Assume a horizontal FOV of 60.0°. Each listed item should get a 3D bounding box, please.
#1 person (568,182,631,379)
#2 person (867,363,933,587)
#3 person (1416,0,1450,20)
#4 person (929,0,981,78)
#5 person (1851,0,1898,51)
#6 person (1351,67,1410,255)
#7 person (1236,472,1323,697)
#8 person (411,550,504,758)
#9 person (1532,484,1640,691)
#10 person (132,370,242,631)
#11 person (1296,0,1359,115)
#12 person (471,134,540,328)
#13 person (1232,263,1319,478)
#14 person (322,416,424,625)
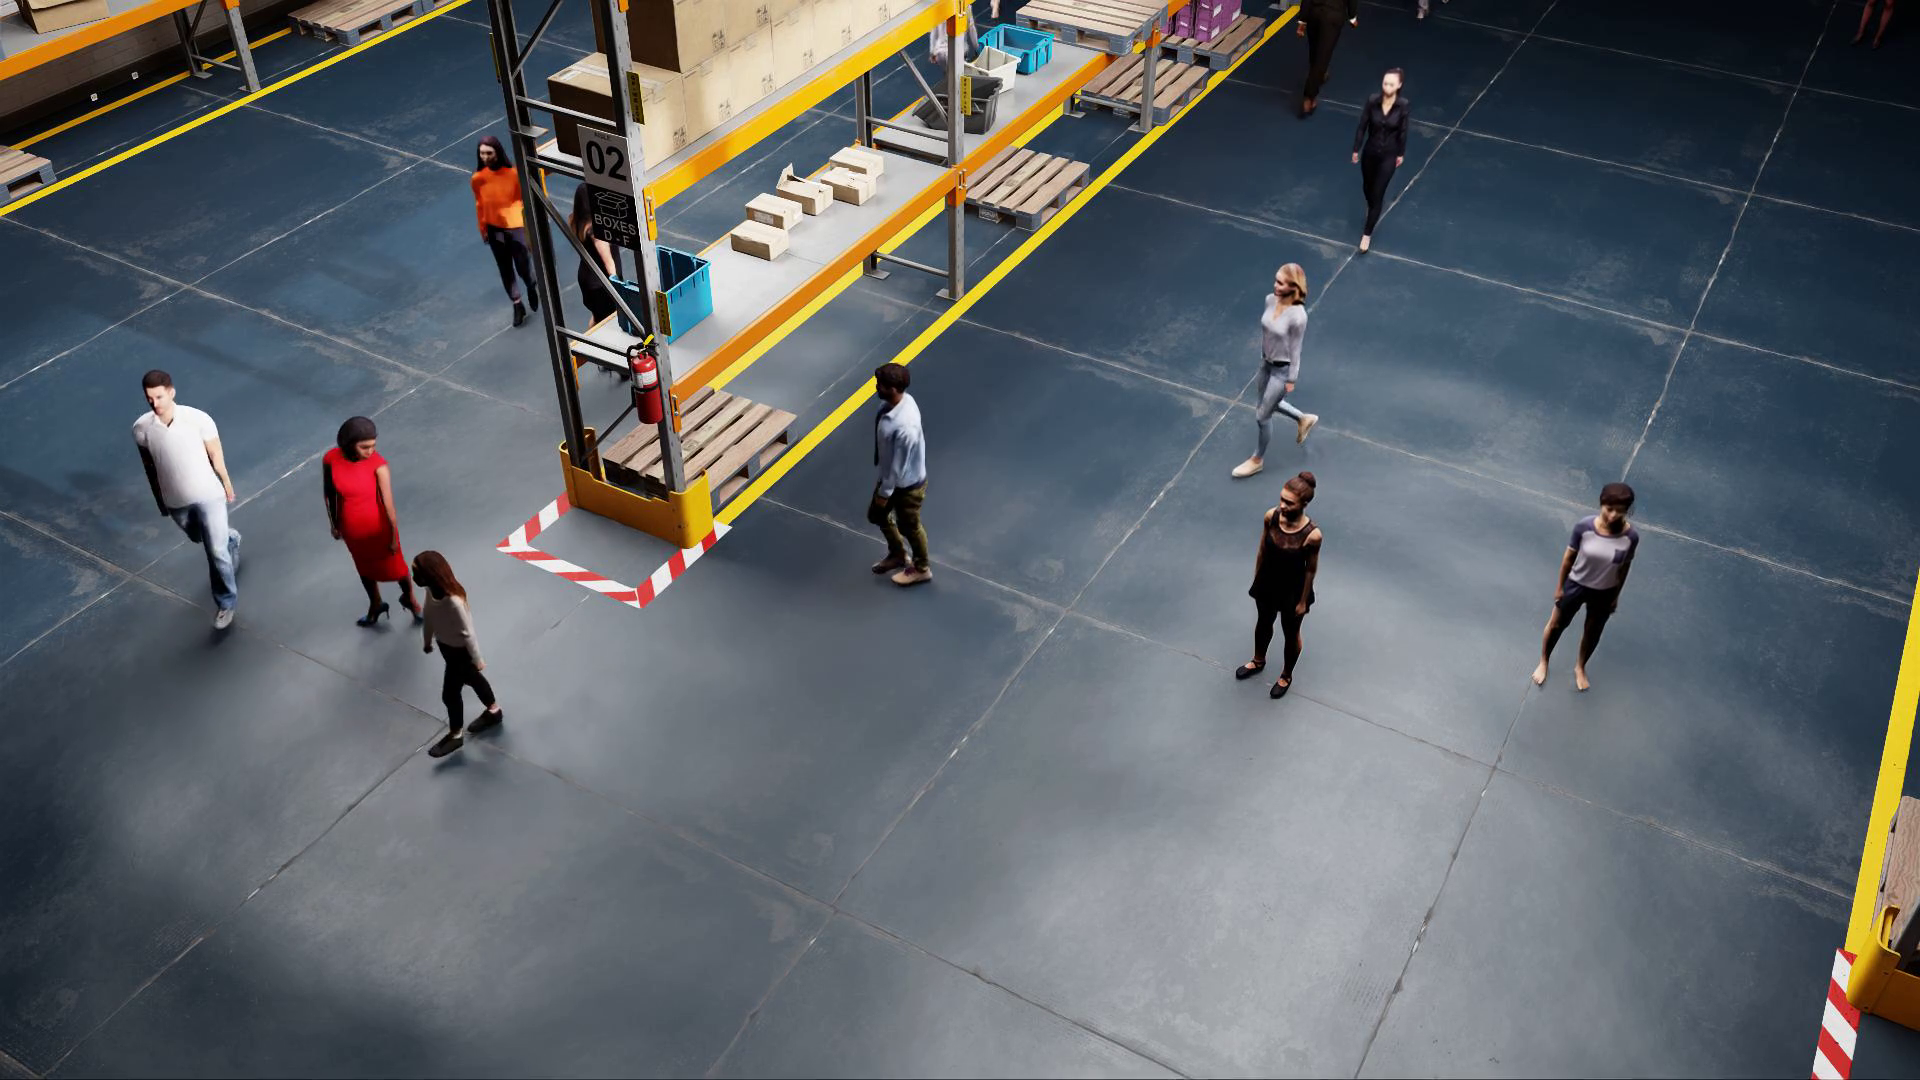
[{"bbox_3d":[-2.910,-2.098,13.444,0.717,1.718,0.733,-28,46,-31],"label":"person"},{"bbox_3d":[-0.304,-0.416,11.280,0.877,1.791,0.814,-8,39,-10],"label":"person"},{"bbox_3d":[5.646,-7.089,19.551,0.724,1.897,1.201,22,44,25],"label":"person"},{"bbox_3d":[-0.117,-4.893,16.937,0.685,1.727,1.102,16,41,19],"label":"person"},{"bbox_3d":[10.603,-6.440,18.893,0.635,1.703,0.583,31,48,33],"label":"person"},{"bbox_3d":[3.856,-3.537,15.280,0.692,1.676,1.083,15,41,18],"label":"person"},{"bbox_3d":[2.051,0.275,10.507,0.635,1.675,0.634,32,48,33],"label":"person"},{"bbox_3d":[-3.038,0.624,10.239,0.843,1.465,0.700,-30,48,-32],"label":"person"},{"bbox_3d":[4.012,0.282,10.586,0.616,1.566,0.600,9,40,11],"label":"person"},{"bbox_3d":[-5.136,-0.367,11.184,1.076,1.833,1.259,-1,39,-2],"label":"person"},{"bbox_3d":[3.807,-5.411,17.475,0.695,1.865,1.212,21,43,24],"label":"person"},{"bbox_3d":[-3.818,-2.662,14.135,0.756,1.737,0.798,1,39,1],"label":"person"},{"bbox_3d":[2.426,-1.271,12.362,1.071,1.776,0.938,-16,41,-19],"label":"person"},{"bbox_3d":[-3.954,-0.110,10.953,0.726,1.722,0.690,11,40,13],"label":"person"}]
